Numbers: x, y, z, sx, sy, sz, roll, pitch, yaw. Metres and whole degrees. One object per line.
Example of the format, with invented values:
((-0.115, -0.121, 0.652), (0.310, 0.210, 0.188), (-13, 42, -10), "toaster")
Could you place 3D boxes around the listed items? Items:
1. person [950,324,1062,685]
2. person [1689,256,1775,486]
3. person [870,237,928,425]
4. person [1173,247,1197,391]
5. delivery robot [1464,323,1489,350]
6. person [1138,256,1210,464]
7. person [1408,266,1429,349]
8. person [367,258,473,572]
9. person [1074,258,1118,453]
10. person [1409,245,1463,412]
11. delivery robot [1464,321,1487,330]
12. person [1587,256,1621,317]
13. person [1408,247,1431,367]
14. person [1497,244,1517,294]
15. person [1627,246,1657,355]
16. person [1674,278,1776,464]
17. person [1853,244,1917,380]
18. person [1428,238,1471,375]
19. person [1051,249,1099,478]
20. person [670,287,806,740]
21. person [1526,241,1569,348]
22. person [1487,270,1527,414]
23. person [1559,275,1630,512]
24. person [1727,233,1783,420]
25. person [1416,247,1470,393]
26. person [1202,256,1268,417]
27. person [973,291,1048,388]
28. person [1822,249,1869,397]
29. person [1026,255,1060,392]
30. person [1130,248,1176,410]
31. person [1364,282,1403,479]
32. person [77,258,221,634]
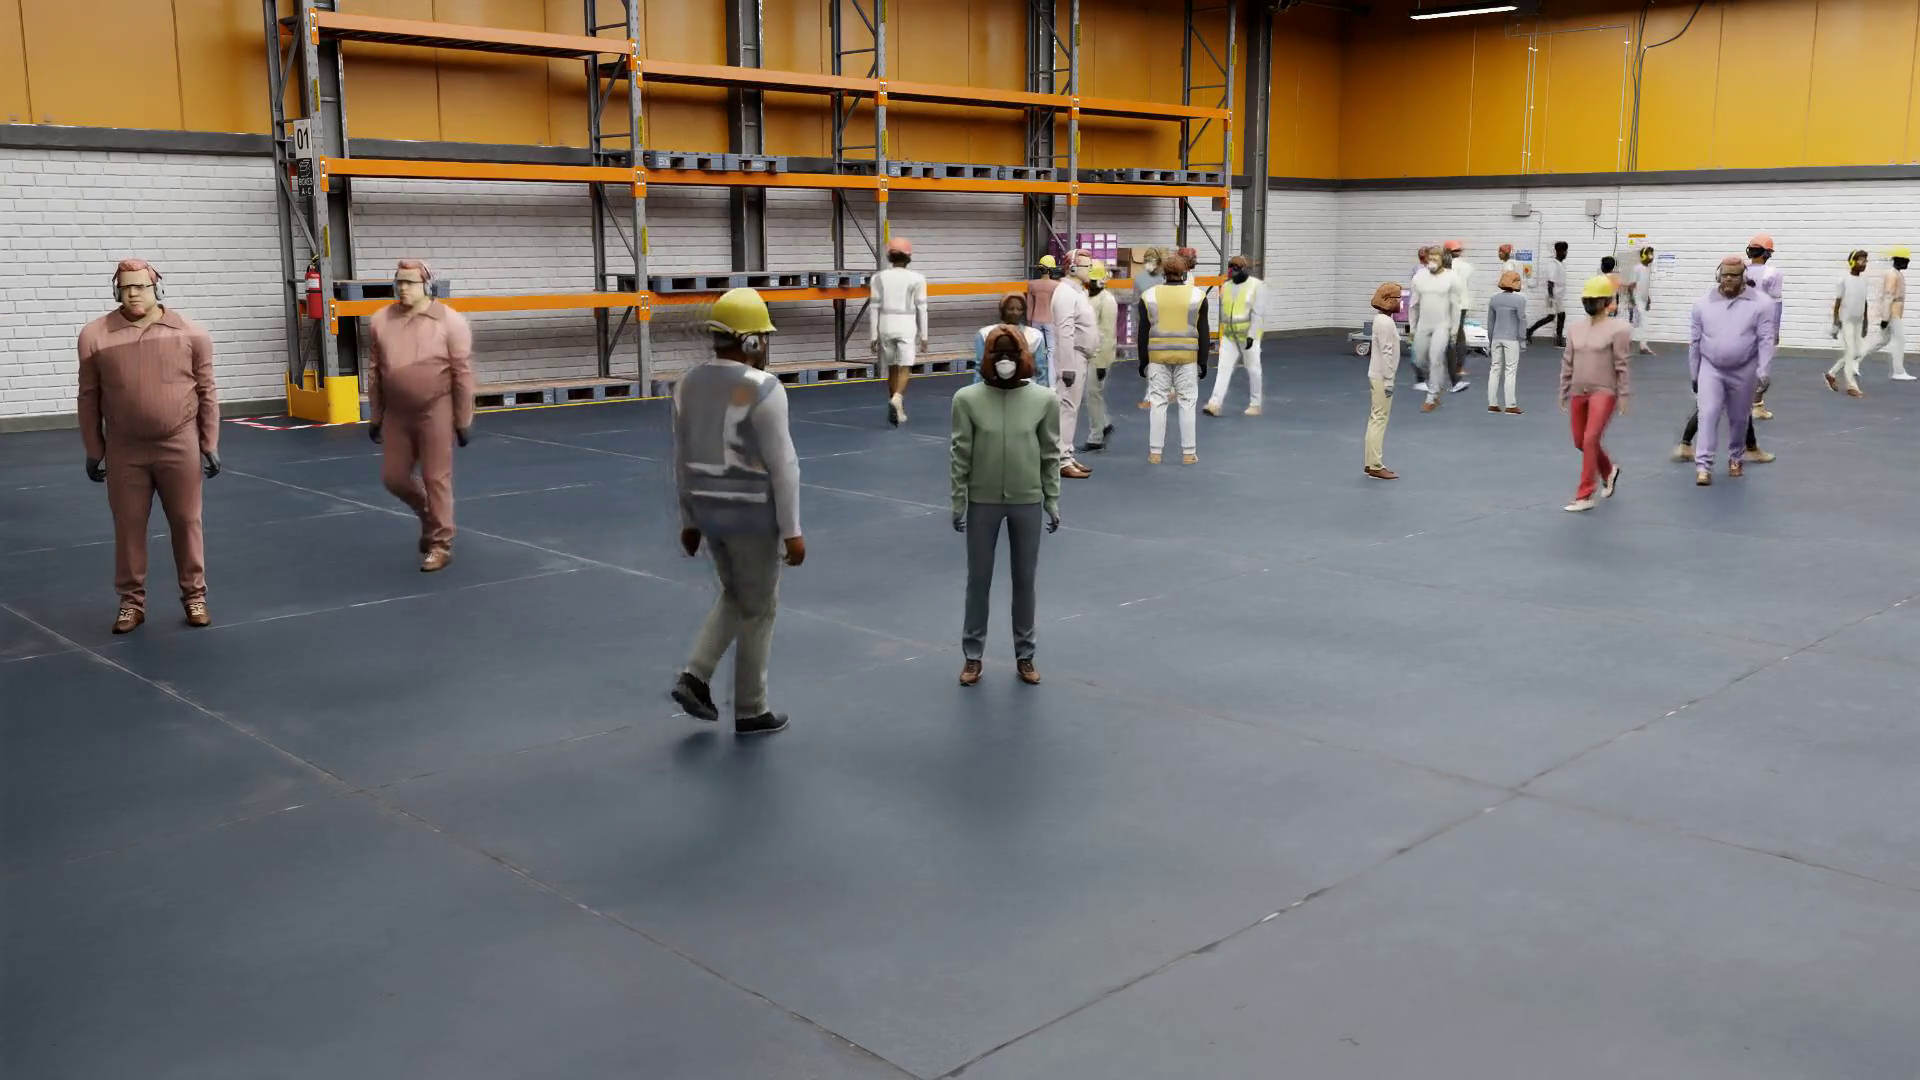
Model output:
((0.207, -0.154, 7.495), (0.501, 1.632, 0.280), (0, 10, -1), "person")
((6.339, -1.405, 13.704), (0.633, 1.866, 0.932), (5, 12, 27), "person")
((-0.672, -2.206, 17.675), (0.618, 2.018, 0.878), (2, 11, 12), "person")
((2.870, -2.848, 21.551), (0.410, 1.866, 0.614), (-4, 11, -21), "person")
((8.615, -3.381, 27.777), (0.707, 0.478, 0.477), (7, 12, 32), "delivery robot")
((1.893, -1.591, 14.763), (0.633, 1.842, 0.429), (2, 11, 8), "person")
((8.348, -4.297, 29.653), (0.990, 1.795, 0.559), (-8, 13, -38), "person")
((-3.271, -0.765, 10.124), (0.663, 1.889, 0.497), (2, 11, 9), "person")
((1.231, -1.690, 15.391), (0.425, 1.808, 0.610), (-3, 11, -17), "person")
((5.497, -2.438, 19.210), (0.636, 1.915, 0.627), (8, 13, 39), "person")
((8.685, -3.480, 28.317), (0.707, 0.478, 0.477), (1, 10, 2), "delivery robot")
((10.402, -3.736, 26.878), (0.538, 1.684, 0.370), (-8, 13, -39), "person")
((7.114, -3.595, 25.679), (0.390, 1.846, 0.565), (3, 11, 17), "person")
((9.714, -4.344, 29.685), (0.458, 1.868, 0.590), (3, 11, 15), "person")
((11.602, -4.107, 28.519), (0.512, 1.843, 0.851), (-9, 14, -40), "person")
((6.813, -1.497, 14.766), (0.861, 1.651, 0.541), (-1, 10, -5), "person")
((13.066, -3.216, 23.472), (0.844, 1.904, 0.586), (5, 12, 27), "person")
((7.156, -3.422, 24.396), (0.616, 1.961, 0.858), (-4, 11, -19), "person")
((0.971, -1.481, 13.988), (0.399, 1.908, 0.643), (2, 11, 11), "person")
((-0.877, -0.092, 6.668), (0.597, 1.818, 0.422), (10, 14, 43), "person")
((10.633, -4.416, 29.945), (0.798, 1.935, 0.622), (8, 13, 36), "person")
((6.220, -2.249, 18.918), (0.284, 1.634, 0.498), (-7, 12, -33), "person")
((4.757, -1.100, 12.383), (0.756, 1.744, 0.531), (-7, 13, -34), "person")
((8.748, -2.344, 18.326), (0.381, 2.042, 0.604), (-8, 13, -39), "person")
((6.201, -2.823, 21.416), (0.598, 1.867, 1.005), (-2, 11, -13), "person")
((3.100, -2.259, 18.556), (0.622, 1.791, 0.944), (9, 14, 40), "person")
((0.366, -0.976, 11.979), (0.545, 1.623, 0.372), (-1, 10, -7), "person")
((11.311, -2.762, 21.132), (0.558, 1.857, 0.709), (-4, 11, -19), "person")
((1.113, -2.785, 21.481), (0.534, 1.767, 0.318), (6, 12, 30), "person")
((2.334, -2.494, 19.603), (0.638, 1.886, 1.026), (7, 13, 35), "person")
((3.548, -1.328, 13.896), (0.277, 1.633, 0.507), (1, 10, 7), "person")
((-4.138, -0.478, 8.517), (0.652, 1.906, 0.402), (-4, 11, -22), "person")
